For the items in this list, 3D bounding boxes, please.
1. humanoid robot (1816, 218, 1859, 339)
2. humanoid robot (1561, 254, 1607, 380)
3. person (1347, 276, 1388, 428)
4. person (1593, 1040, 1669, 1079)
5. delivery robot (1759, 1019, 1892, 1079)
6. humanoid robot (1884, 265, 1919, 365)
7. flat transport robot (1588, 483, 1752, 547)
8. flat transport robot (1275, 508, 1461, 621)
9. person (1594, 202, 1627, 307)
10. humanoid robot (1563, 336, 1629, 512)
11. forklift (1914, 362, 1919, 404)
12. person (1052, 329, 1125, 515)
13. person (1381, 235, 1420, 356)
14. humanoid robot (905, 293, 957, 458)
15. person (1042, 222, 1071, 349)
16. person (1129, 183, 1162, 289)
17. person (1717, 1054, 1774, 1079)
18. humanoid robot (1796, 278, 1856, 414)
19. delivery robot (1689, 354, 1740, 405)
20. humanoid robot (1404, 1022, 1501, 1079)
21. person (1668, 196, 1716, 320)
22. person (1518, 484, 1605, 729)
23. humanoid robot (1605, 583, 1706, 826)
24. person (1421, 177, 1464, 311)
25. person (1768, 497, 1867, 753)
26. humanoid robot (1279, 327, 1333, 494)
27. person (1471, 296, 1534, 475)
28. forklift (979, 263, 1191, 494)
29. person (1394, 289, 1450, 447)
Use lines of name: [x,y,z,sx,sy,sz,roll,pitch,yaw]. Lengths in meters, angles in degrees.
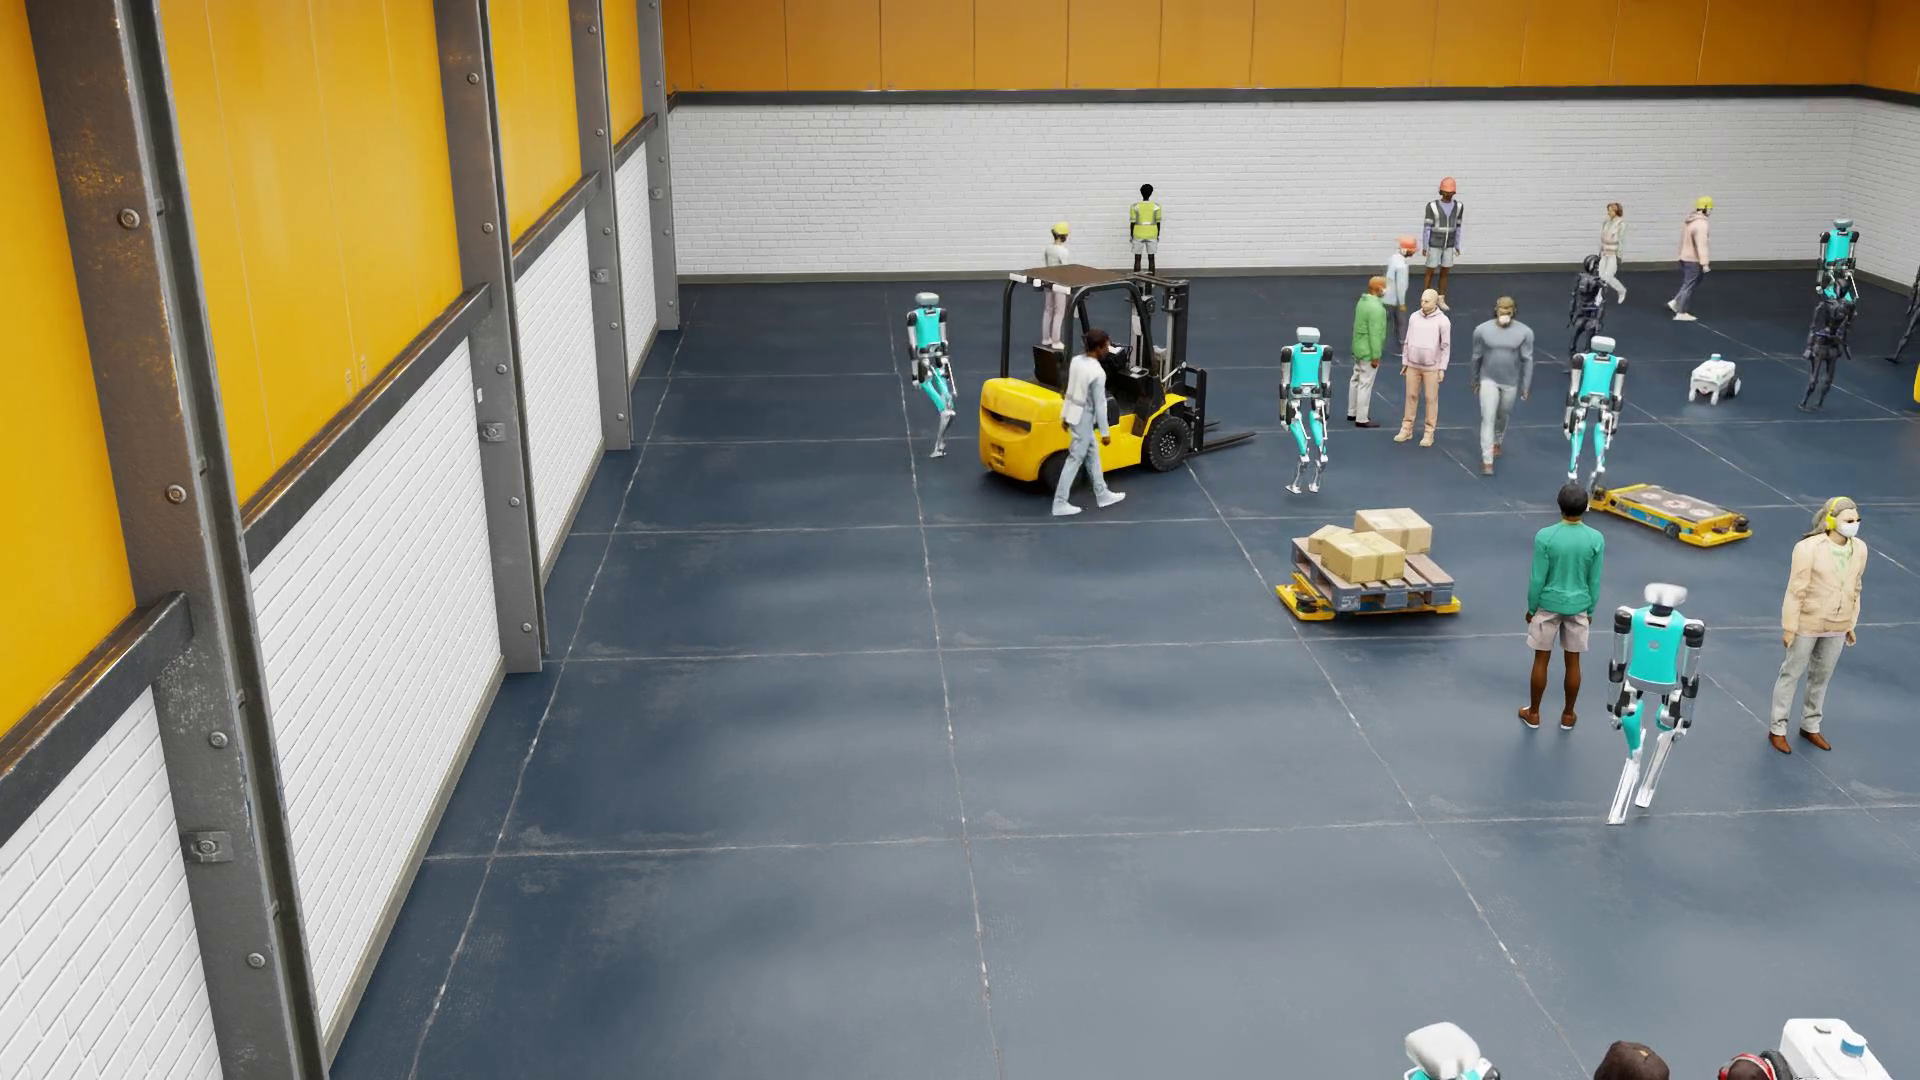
humanoid robot: [12.250,-3.593,23.093,0.533,1.676,0.735,-1,20,-4]
humanoid robot: [8.086,-2.870,21.424,0.380,1.641,0.586,-11,23,-27]
person: [4.775,-2.198,19.429,0.384,1.779,0.537,-3,20,-8]
person: [2.405,2.644,6.250,0.378,1.768,0.466,17,26,38]
delivery robot: [4.248,2.640,8.019,0.499,0.595,0.781,0,20,0]
humanoid robot: [12.780,-3.082,22.033,0.748,1.632,0.587,-5,21,-13]
flat transport robot: [6.964,-0.268,16.357,0.659,0.231,1.431,-11,23,-27]
flat transport robot: [3.520,0.463,14.367,1.431,0.231,0.659,-3,20,-8]
person: [10.037,-4.381,25.586,0.496,1.620,0.525,-6,21,-16]
humanoid robot: [6.261,-1.065,16.433,0.555,1.784,0.857,5,21,13]
forklift: [12.602,-2.435,19.475,2.313,2.155,1.214,-1,20,-4]
person: [1.331,-1.167,16.465,0.895,1.874,0.594,-6,21,-15]
person: [5.882,-3.313,22.590,0.751,1.693,0.579,6,21,16]
humanoid robot: [-0.199,-1.795,18.403,0.576,1.788,0.861,-16,25,-37]
person: [1.359,-3.536,23.104,0.345,1.758,0.529,-11,23,-28]
person: [2.997,-4.919,26.955,0.535,1.696,0.318,0,20,-1]
person: [2.880,2.671,6.338,0.458,1.650,0.318,18,27,41]
humanoid robot: [10.406,-2.332,19.945,0.610,1.643,0.366,-4,20,-10]
delivery robot: [9.366,-2.019,20.687,0.499,0.576,0.751,16,25,36]
humanoid robot: [1.633,2.585,6.549,0.530,1.829,0.769,-12,23,-29]
person: [10.897,-4.184,24.725,0.498,1.850,0.844,1,20,3]
person: [4.336,0.495,11.987,0.494,1.849,0.396,4,20,10]
humanoid robot: [4.443,1.033,10.657,0.536,1.732,0.984,12,24,31]
person: [7.337,-4.491,25.295,0.613,2.040,0.389,-3,20,-8]
person: [6.035,0.583,11.709,0.562,1.877,0.408,-3,20,-7]
humanoid robot: [3.514,-1.256,16.725,0.533,1.677,0.735,-1,20,-4]
person: [5.831,-1.726,17.999,0.631,1.888,1.036,5,21,12]
forklift: [1.315,-1.764,17.646,2.313,2.155,1.214,-14,24,-33]
person: [5.240,-1.950,18.742,0.532,1.781,0.402,16,26,37]
